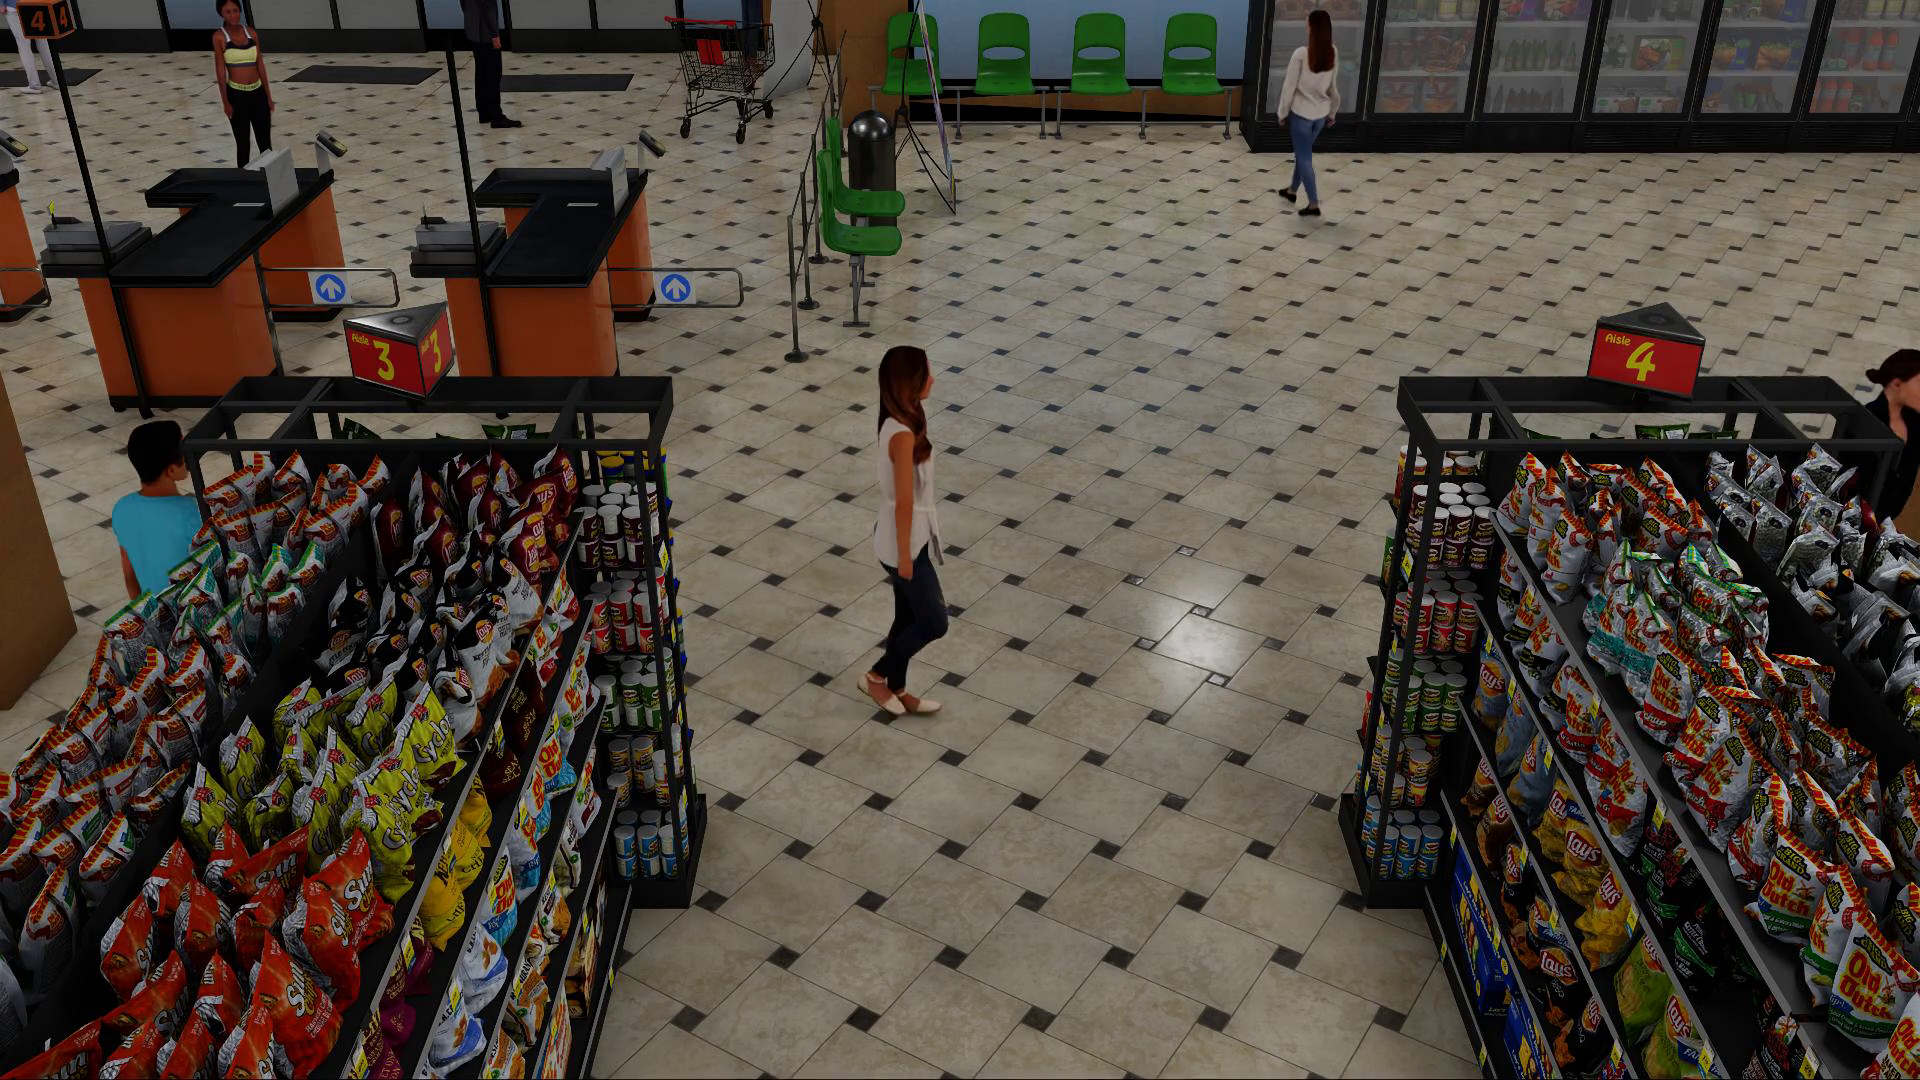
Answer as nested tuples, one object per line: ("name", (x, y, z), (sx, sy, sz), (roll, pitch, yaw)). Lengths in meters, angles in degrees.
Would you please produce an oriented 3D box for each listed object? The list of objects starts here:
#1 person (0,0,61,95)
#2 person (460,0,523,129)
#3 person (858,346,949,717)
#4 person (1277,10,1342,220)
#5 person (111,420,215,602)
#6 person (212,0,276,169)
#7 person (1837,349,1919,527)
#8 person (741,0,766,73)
("person", (-9.844, -5.657, 17.440), (0.803, 1.888, 0.689), (16, 32, 27))
("person", (-4.657, -4.994, 16.277), (0.866, 1.839, 0.771), (-21, 35, -33))
("person", (-0.327, 0.013, 7.175), (0.676, 1.772, 0.560), (0, 29, -1))
("person", (2.882, -3.435, 13.609), (0.881, 1.658, 1.124), (-11, 30, -19))
("person", (-3.050, 0.424, 6.467), (0.923, 1.730, 1.203), (11, 30, 19))
("person", (-5.998, -3.694, 13.985), (0.638, 1.754, 0.692), (-24, 37, -37))
("person", (3.855, -0.066, 7.430), (0.917, 1.665, 1.227), (-10, 30, -17))
("person", (-2.326, -6.105, 18.360), (0.730, 1.792, 0.617), (-15, 32, -25))
